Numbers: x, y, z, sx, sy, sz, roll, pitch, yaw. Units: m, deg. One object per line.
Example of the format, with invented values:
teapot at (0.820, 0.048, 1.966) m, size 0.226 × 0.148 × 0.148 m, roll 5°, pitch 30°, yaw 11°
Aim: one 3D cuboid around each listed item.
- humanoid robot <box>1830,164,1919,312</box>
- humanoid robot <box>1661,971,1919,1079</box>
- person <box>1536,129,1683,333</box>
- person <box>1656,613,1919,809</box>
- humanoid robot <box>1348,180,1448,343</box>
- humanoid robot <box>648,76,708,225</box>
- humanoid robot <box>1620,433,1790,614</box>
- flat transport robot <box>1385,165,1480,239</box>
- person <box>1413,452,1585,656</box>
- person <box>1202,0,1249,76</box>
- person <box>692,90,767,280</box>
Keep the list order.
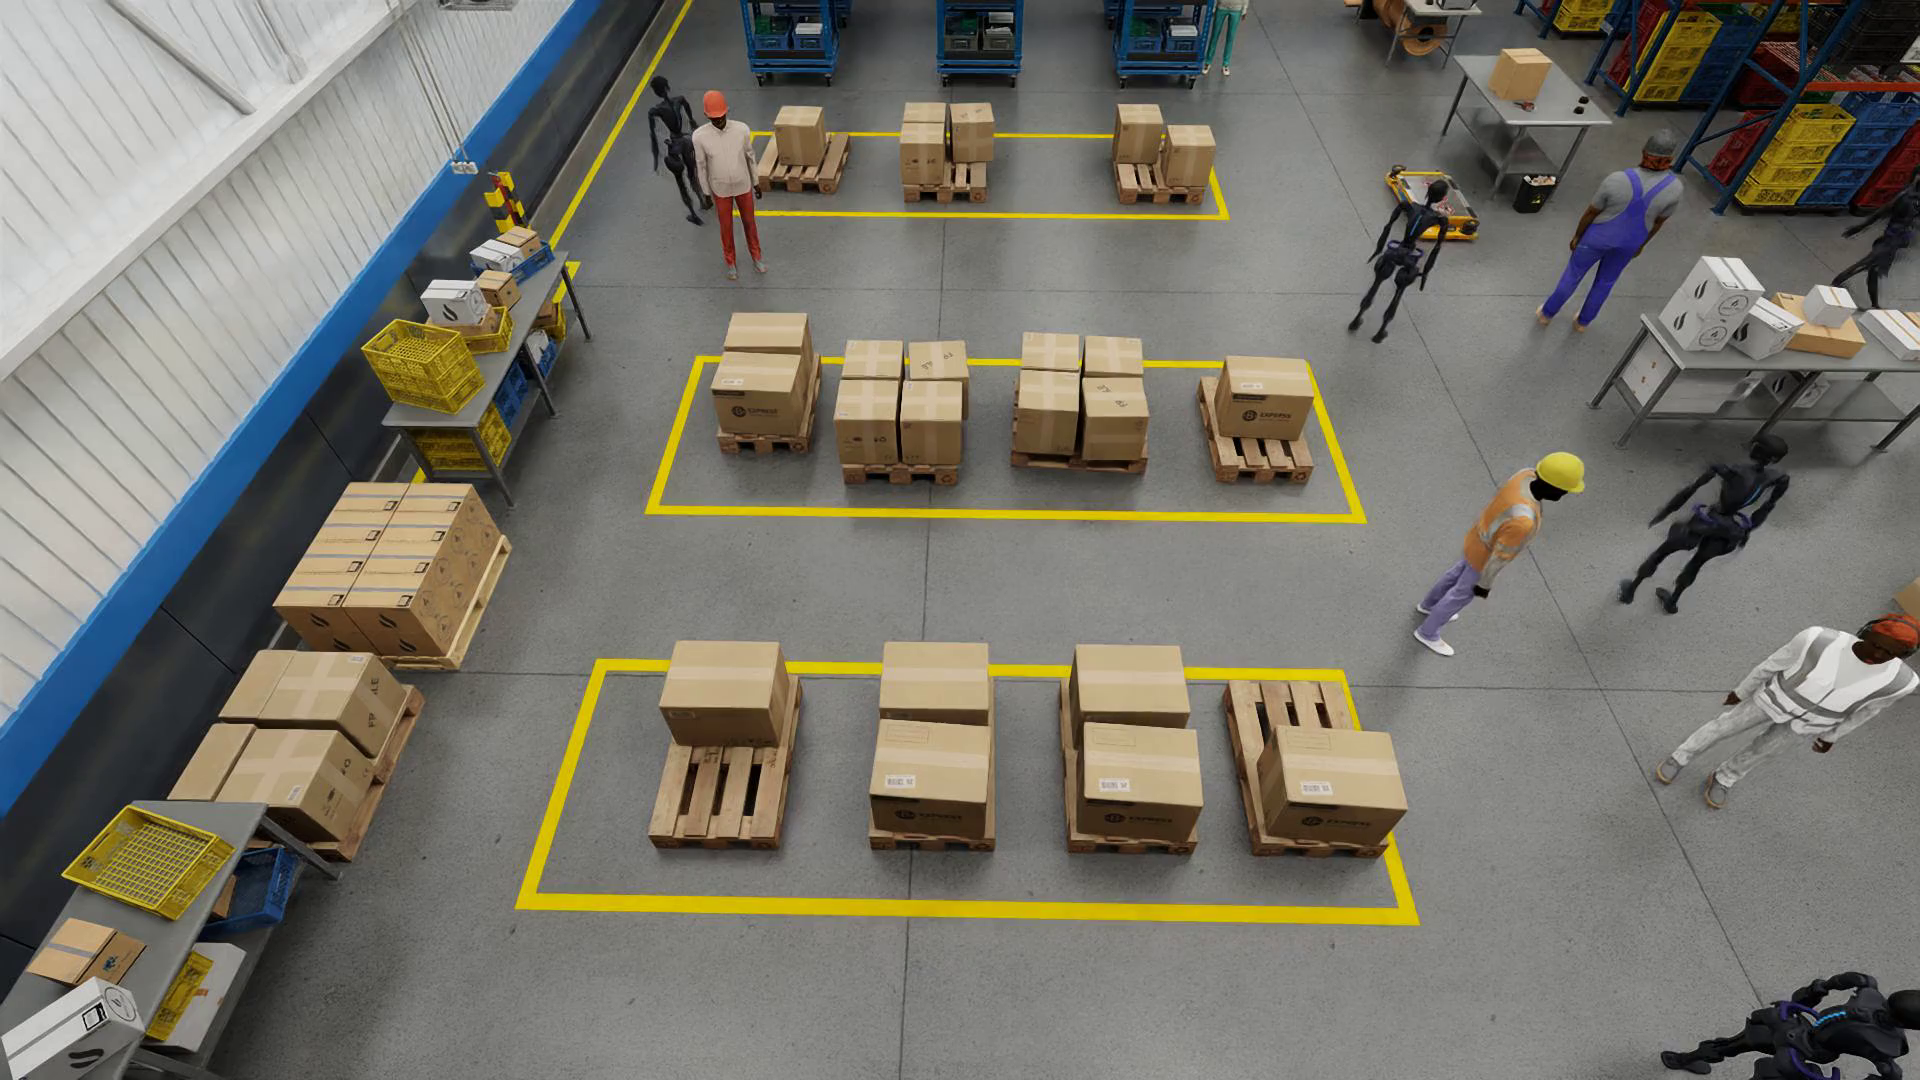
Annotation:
humanoid robot at (9.383, -2.975, 9.213) m, size 0.773 × 1.614 × 0.598 m, roll 28°, pitch 55°, yaw 22°
humanoid robot at (4.063, 2.485, 4.439) m, size 0.326 × 1.660 × 0.591 m, roll 14°, pitch 51°, yaw 12°
person at (6.360, -2.989, 8.950) m, size 0.677 × 2.000 × 0.535 m, roll 16°, pitch 51°, yaw 14°
person at (5.035, 1.042, 5.564) m, size 0.573 × 1.881 × 0.357 m, roll 32°, pitch 56°, yaw 25°
humanoid robot at (4.310, -2.725, 8.960) m, size 0.590 × 1.640 × 0.383 m, roll 31°, pitch 56°, yaw 24°
humanoid robot at (-3.206, -4.440, 10.450) m, size 0.443 × 1.643 × 0.646 m, roll 36°, pitch 58°, yaw 27°
humanoid robot at (5.484, -0.098, 6.681) m, size 0.664 × 1.641 × 0.342 m, roll 11°, pitch 50°, yaw 10°
flat transport robot at (5.692, -4.094, 11.059) m, size 0.652 × 0.197 × 1.431 m, roll 1°, pitch 49°, yaw 1°
person at (3.721, 0.091, 6.371) m, size 0.417 × 1.913 × 0.598 m, roll 19°, pitch 52°, yaw 16°
person at (3.856, -7.611, 13.130) m, size 0.527 × 1.768 × 0.311 m, roll 8°, pitch 50°, yaw 7°
person at (-2.387, -3.685, 9.582) m, size 0.621 × 1.991 × 0.394 m, roll -17°, pitch 51°, yaw -14°
